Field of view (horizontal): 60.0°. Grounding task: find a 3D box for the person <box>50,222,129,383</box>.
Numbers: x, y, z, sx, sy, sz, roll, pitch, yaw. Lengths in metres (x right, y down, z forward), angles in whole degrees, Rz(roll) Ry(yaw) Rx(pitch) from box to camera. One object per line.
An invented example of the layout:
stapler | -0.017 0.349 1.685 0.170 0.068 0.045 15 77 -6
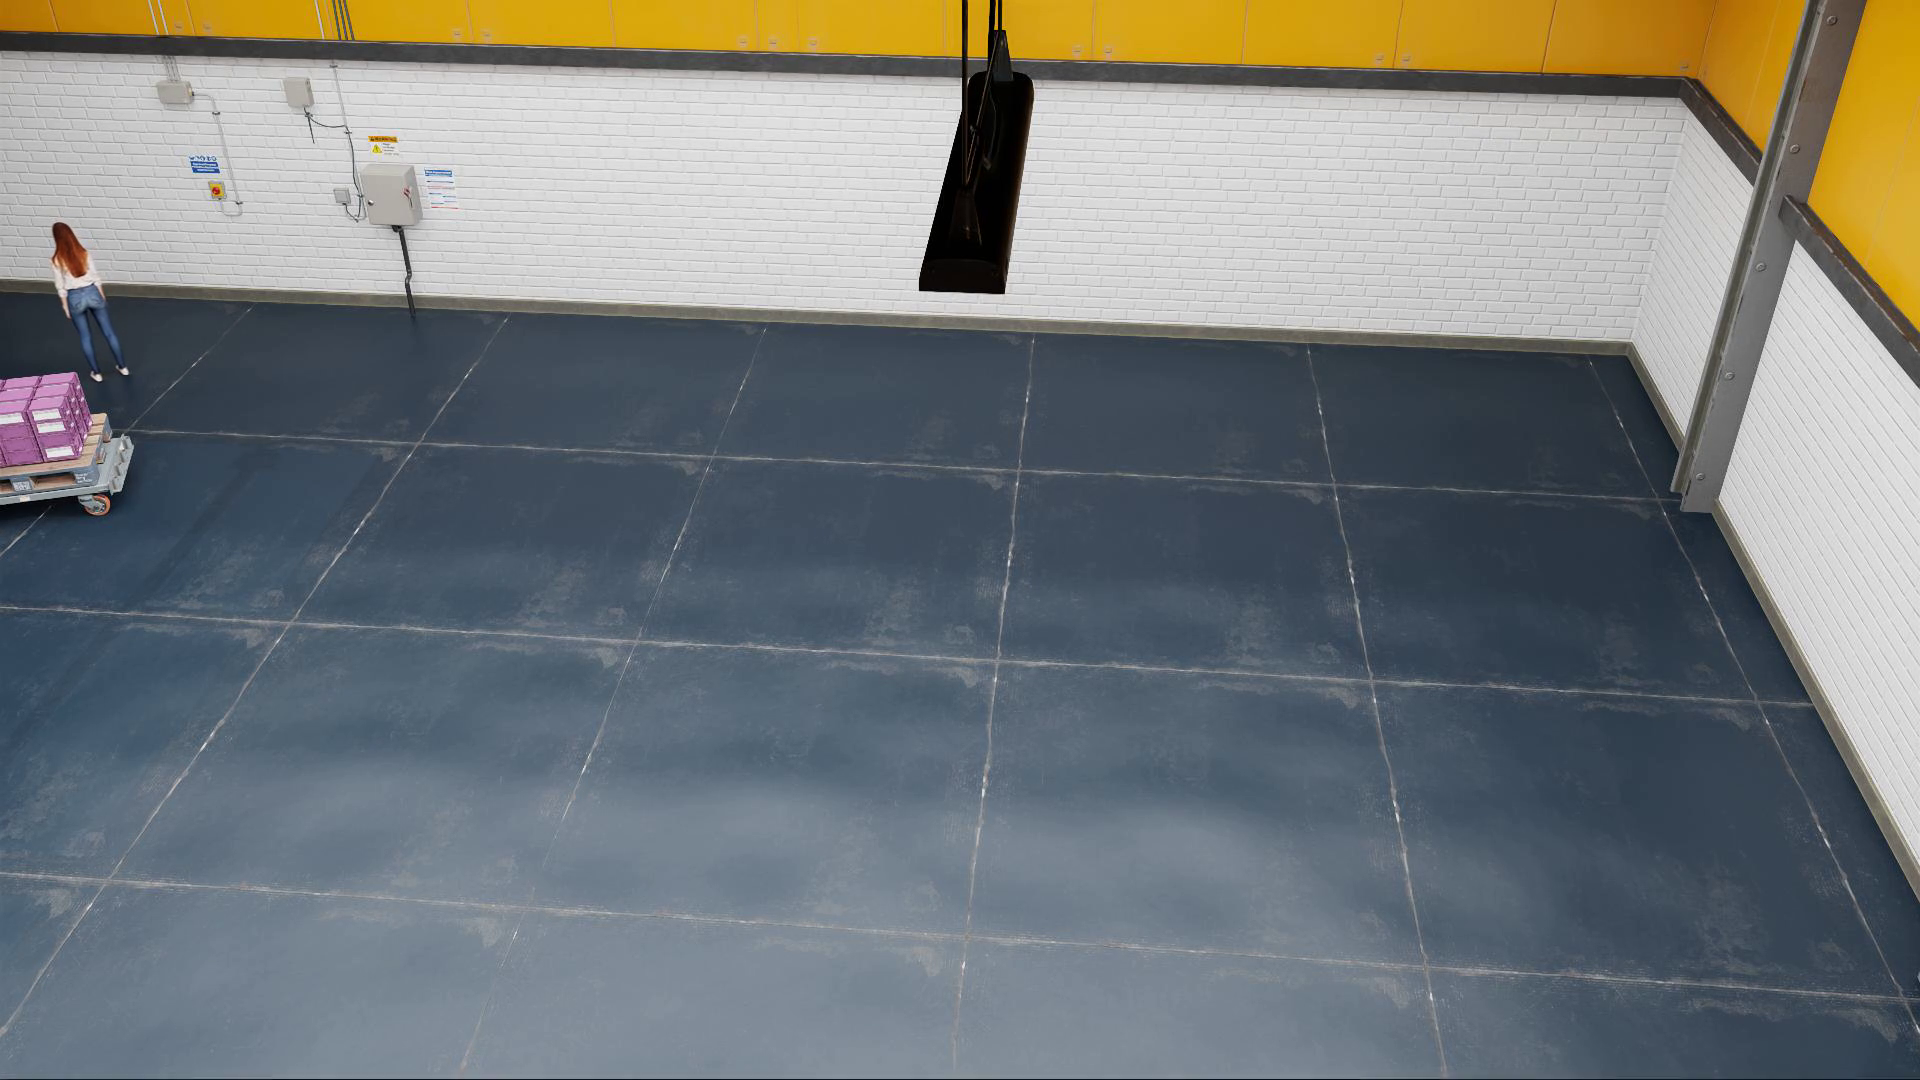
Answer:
person | -9.021 -2.461 17.155 0.641 1.726 0.686 -22 39 -29
